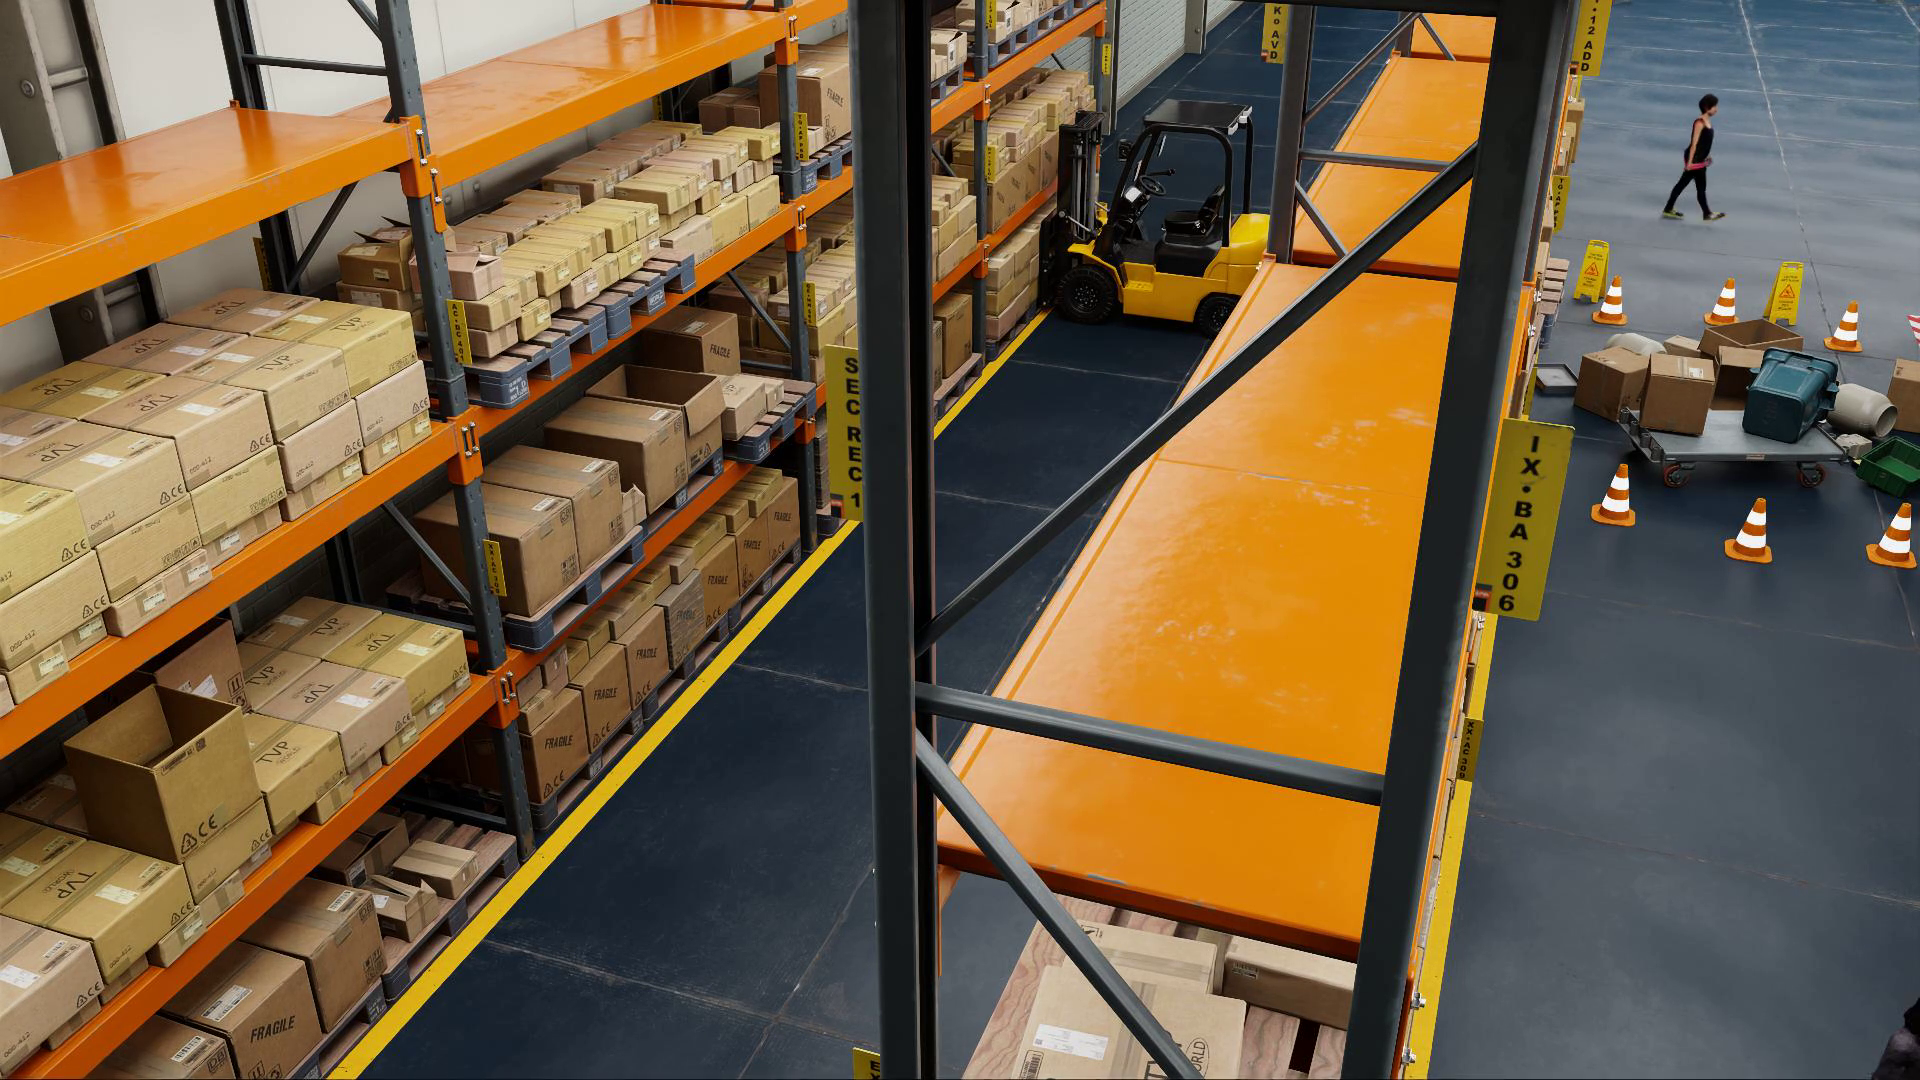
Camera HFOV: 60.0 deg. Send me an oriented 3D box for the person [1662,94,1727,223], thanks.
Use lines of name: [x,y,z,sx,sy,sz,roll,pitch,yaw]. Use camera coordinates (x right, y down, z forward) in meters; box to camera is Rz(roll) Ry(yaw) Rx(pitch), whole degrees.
person: [8.902,-4.664,20.301,0.667,1.526,0.905,13,31,23]
